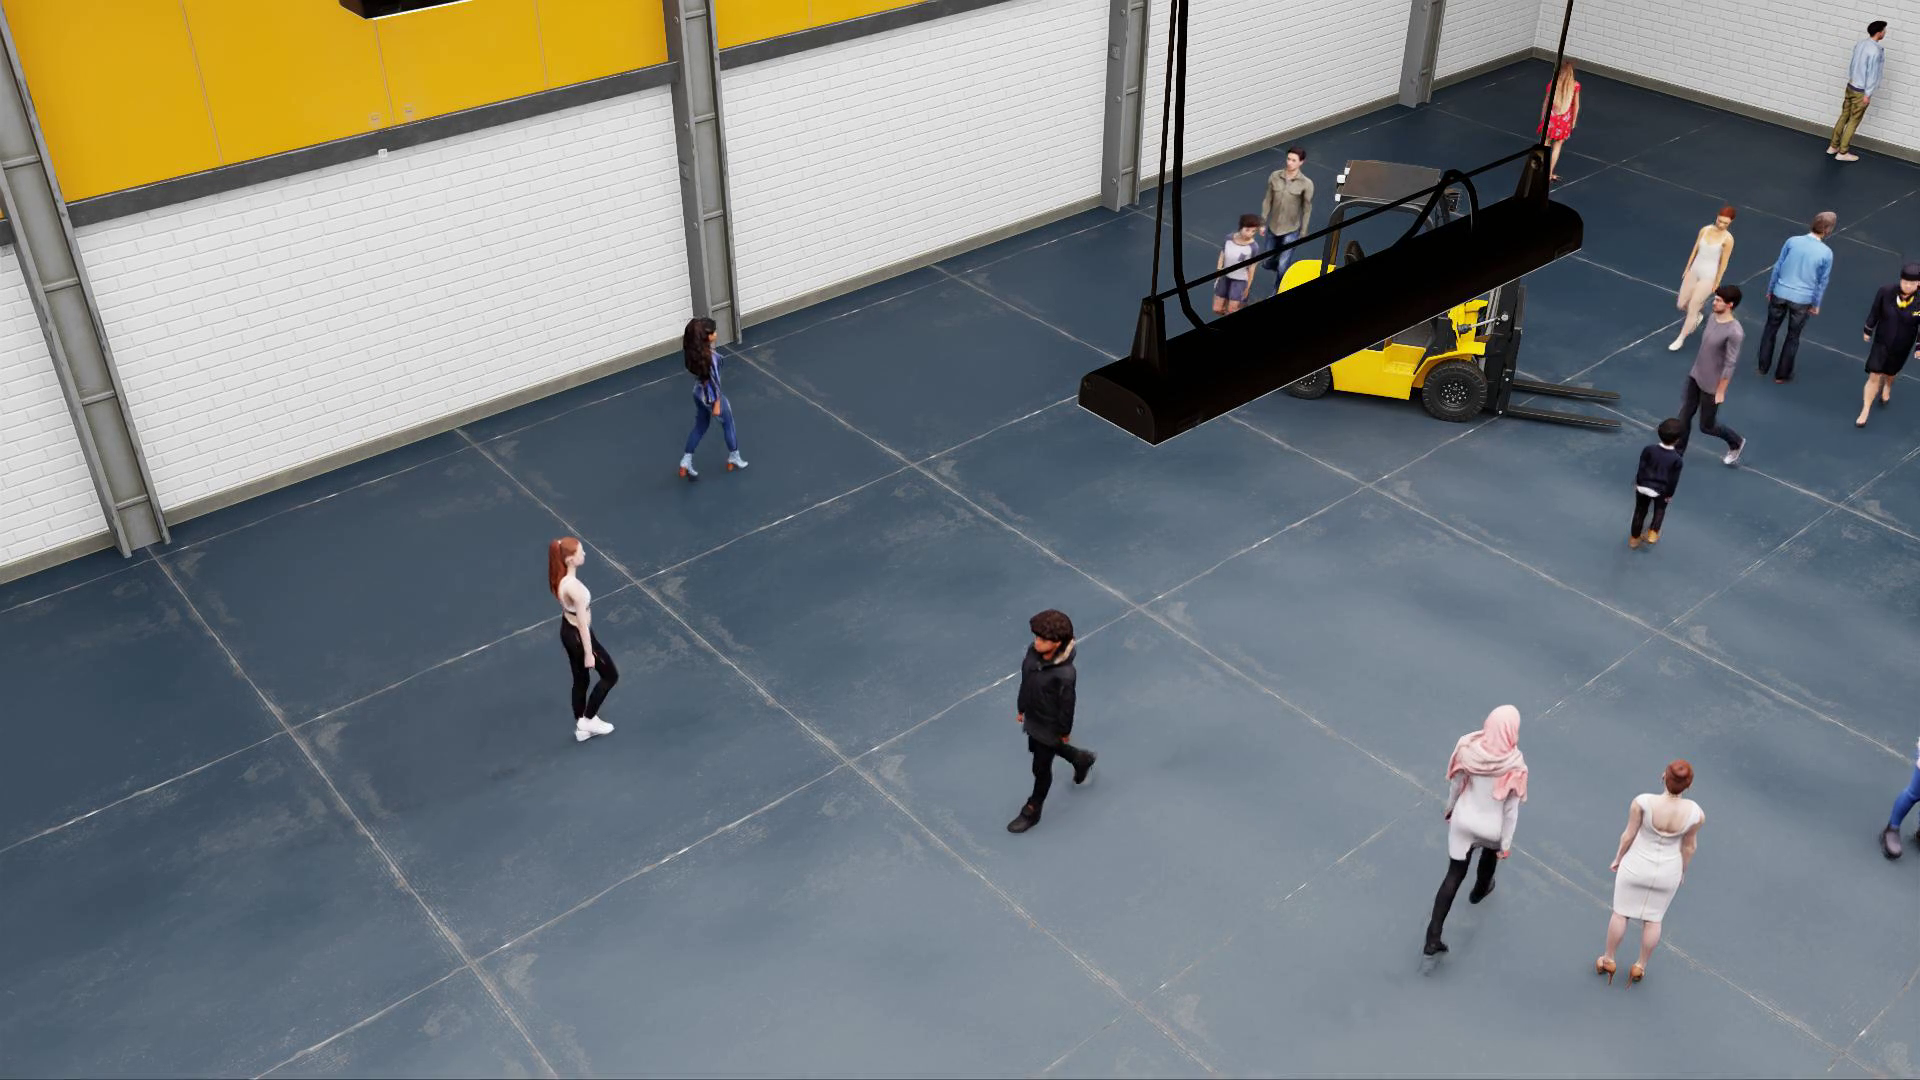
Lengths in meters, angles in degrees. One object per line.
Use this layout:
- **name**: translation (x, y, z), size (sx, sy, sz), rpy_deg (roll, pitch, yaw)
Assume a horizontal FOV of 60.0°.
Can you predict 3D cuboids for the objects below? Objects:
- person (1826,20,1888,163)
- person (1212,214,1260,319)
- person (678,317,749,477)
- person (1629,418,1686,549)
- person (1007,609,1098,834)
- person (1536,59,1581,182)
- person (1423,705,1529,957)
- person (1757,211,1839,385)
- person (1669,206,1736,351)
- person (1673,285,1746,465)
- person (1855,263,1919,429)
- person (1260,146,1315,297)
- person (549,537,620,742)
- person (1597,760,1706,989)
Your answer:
- **person**: translation (11.854, -5.938, 21.933), size (0.785, 1.811, 0.754), rpy_deg (0, 34, -1)
- **person**: translation (2.896, -2.718, 17.335), size (0.669, 1.538, 0.721), rpy_deg (25, 41, 33)
- **person**: translation (-2.349, -1.267, 15.097), size (0.903, 1.599, 0.618), rpy_deg (-23, 40, -31)
- **person**: translation (5.929, -0.459, 14.229), size (0.583, 1.214, 0.650), rpy_deg (19, 38, 26)
- **person**: translation (0.638, 1.168, 11.286), size (1.072, 1.762, 0.709), rpy_deg (-20, 38, -27)
- **person**: translation (7.647, -5.362, 21.275), size (0.711, 1.580, 0.730), rpy_deg (22, 39, 29)
- **person**: translation (3.163, 1.828, 10.298), size (0.841, 1.756, 1.280), rpy_deg (22, 40, 30)
- **person**: translation (8.380, -2.469, 16.716), size (0.713, 1.808, 0.635), rpy_deg (19, 38, 26)
- **person**: translation (7.776, -2.738, 17.297), size (0.776, 1.613, 0.624), rpy_deg (-19, 38, -26)
- **person**: translation (6.925, -1.457, 15.179), size (1.162, 1.824, 1.015), rpy_deg (-4, 34, -7)
- **person**: translation (9.024, -1.918, 16.048), size (0.895, 1.630, 1.151), rpy_deg (20, 38, 27)
- **person**: translation (3.560, -3.402, 18.077), size (0.834, 1.856, 1.005), rpy_deg (22, 40, 30)
- **person**: translation (-2.811, 0.753, 11.934), size (0.629, 1.736, 0.648), rpy_deg (-18, 38, -25)
- **person**: translation (4.143, 2.000, 10.006), size (0.646, 1.793, 0.651), rpy_deg (10, 35, 15)
